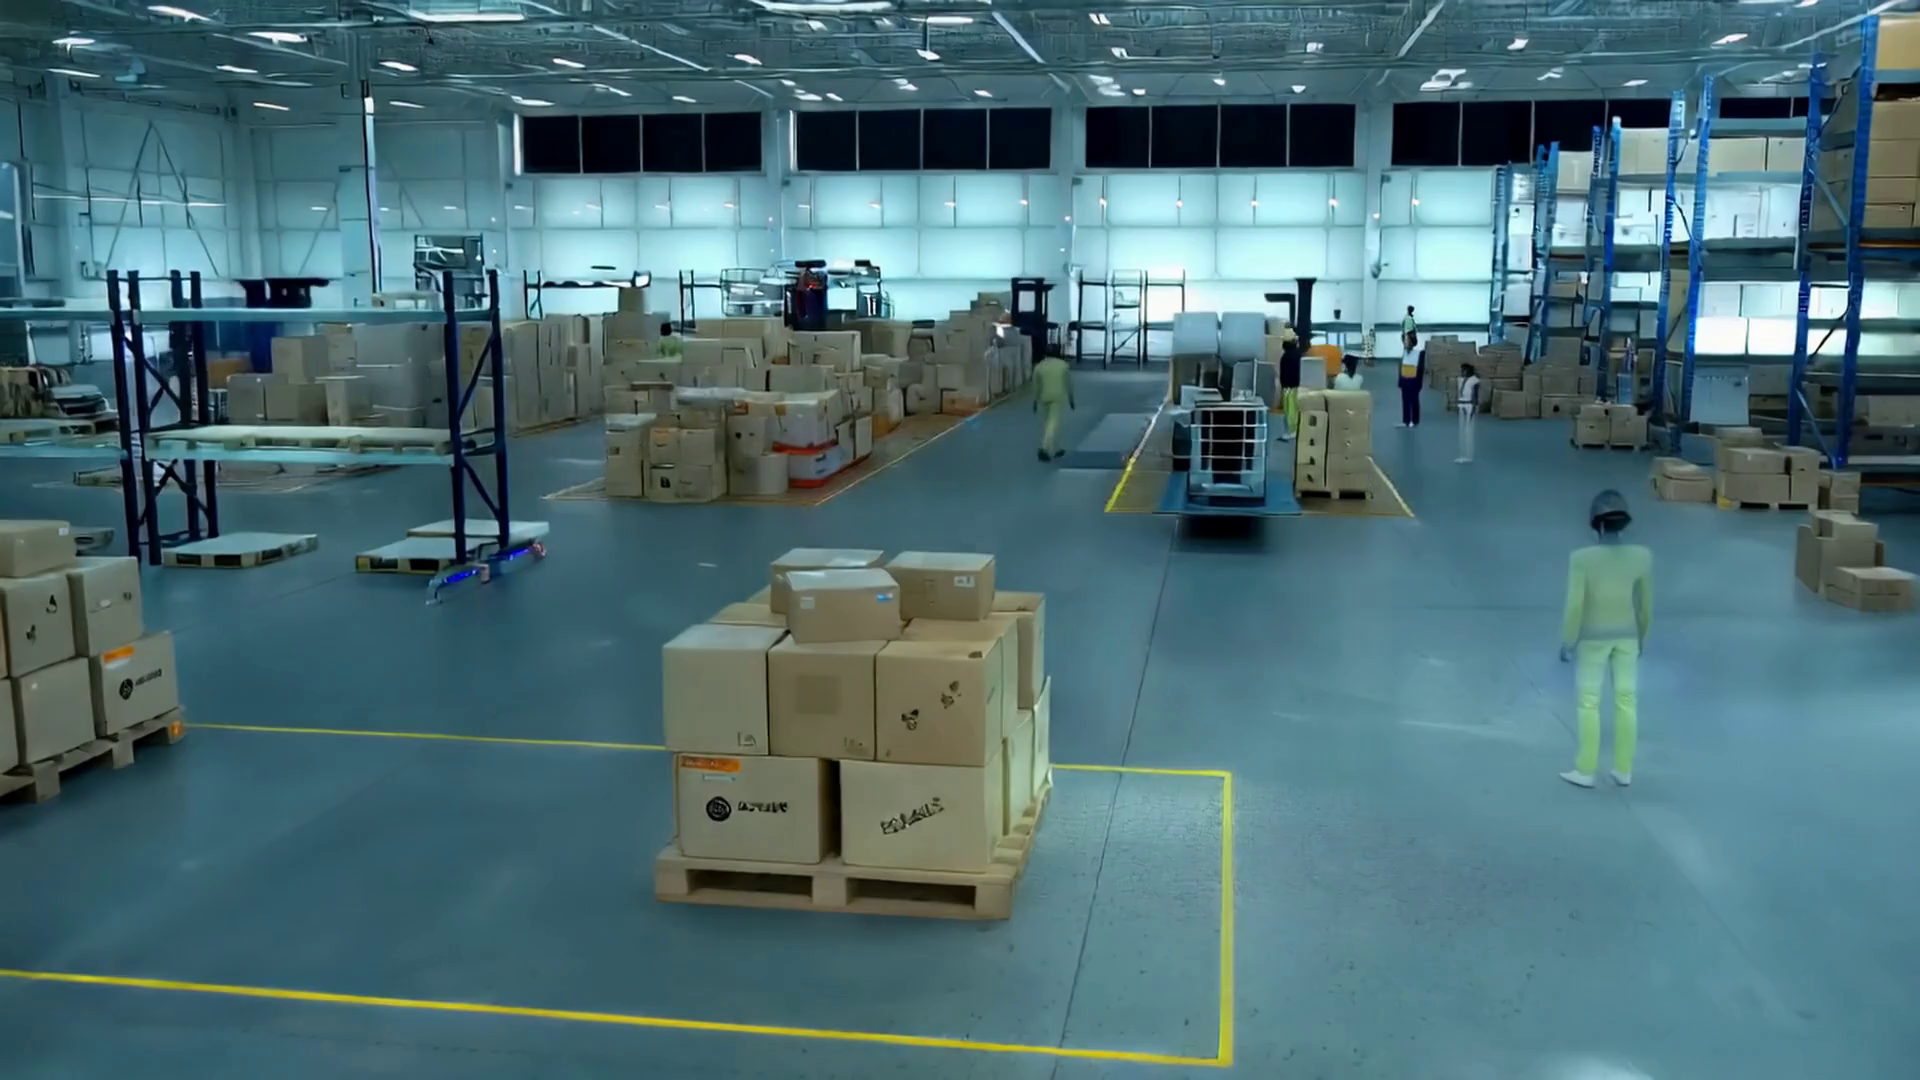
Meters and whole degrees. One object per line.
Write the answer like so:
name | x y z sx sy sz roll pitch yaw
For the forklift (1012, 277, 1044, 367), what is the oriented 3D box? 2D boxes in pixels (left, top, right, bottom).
forklift | 2.047 -6.579 50.489 1.129 2.768 1.873 -2 9 -11

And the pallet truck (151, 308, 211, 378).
pallet truck | -21.869 -5.598 47.154 0.823 1.965 1.885 4 10 26

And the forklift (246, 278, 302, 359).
forklift | -17.320 -5.332 42.802 1.873 2.768 1.129 2 9 13

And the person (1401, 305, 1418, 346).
person | 14.310 -6.504 52.931 0.545 1.938 0.361 5 10 27

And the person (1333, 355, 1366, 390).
person | 6.243 -2.135 26.752 0.541 1.682 0.629 0 9 1

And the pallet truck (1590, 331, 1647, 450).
pallet truck | 11.253 -2.573 28.499 0.823 1.965 1.885 5 10 27

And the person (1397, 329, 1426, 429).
person | 8.699 -3.093 31.982 0.397 1.911 0.587 -5 11 -29

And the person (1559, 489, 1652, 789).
person | 3.774 0.581 9.755 0.523 1.769 0.317 -1 9 -8

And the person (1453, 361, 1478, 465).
person | 7.948 -1.996 26.076 0.313 1.628 0.526 0 9 1

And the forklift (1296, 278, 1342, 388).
forklift | 8.859 -5.328 42.774 1.873 2.768 1.129 1 9 9

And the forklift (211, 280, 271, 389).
forklift | -15.164 -4.224 35.965 1.873 2.768 1.129 -3 10 -16

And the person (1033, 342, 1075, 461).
person | 1.474 -2.221 26.693 0.636 1.894 1.032 7 11 36

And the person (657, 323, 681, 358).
person | -6.131 -3.598 34.997 0.371 1.940 0.627 6 11 34

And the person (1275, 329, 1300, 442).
person | 5.822 -2.731 29.474 0.378 1.996 0.611 5 10 27
